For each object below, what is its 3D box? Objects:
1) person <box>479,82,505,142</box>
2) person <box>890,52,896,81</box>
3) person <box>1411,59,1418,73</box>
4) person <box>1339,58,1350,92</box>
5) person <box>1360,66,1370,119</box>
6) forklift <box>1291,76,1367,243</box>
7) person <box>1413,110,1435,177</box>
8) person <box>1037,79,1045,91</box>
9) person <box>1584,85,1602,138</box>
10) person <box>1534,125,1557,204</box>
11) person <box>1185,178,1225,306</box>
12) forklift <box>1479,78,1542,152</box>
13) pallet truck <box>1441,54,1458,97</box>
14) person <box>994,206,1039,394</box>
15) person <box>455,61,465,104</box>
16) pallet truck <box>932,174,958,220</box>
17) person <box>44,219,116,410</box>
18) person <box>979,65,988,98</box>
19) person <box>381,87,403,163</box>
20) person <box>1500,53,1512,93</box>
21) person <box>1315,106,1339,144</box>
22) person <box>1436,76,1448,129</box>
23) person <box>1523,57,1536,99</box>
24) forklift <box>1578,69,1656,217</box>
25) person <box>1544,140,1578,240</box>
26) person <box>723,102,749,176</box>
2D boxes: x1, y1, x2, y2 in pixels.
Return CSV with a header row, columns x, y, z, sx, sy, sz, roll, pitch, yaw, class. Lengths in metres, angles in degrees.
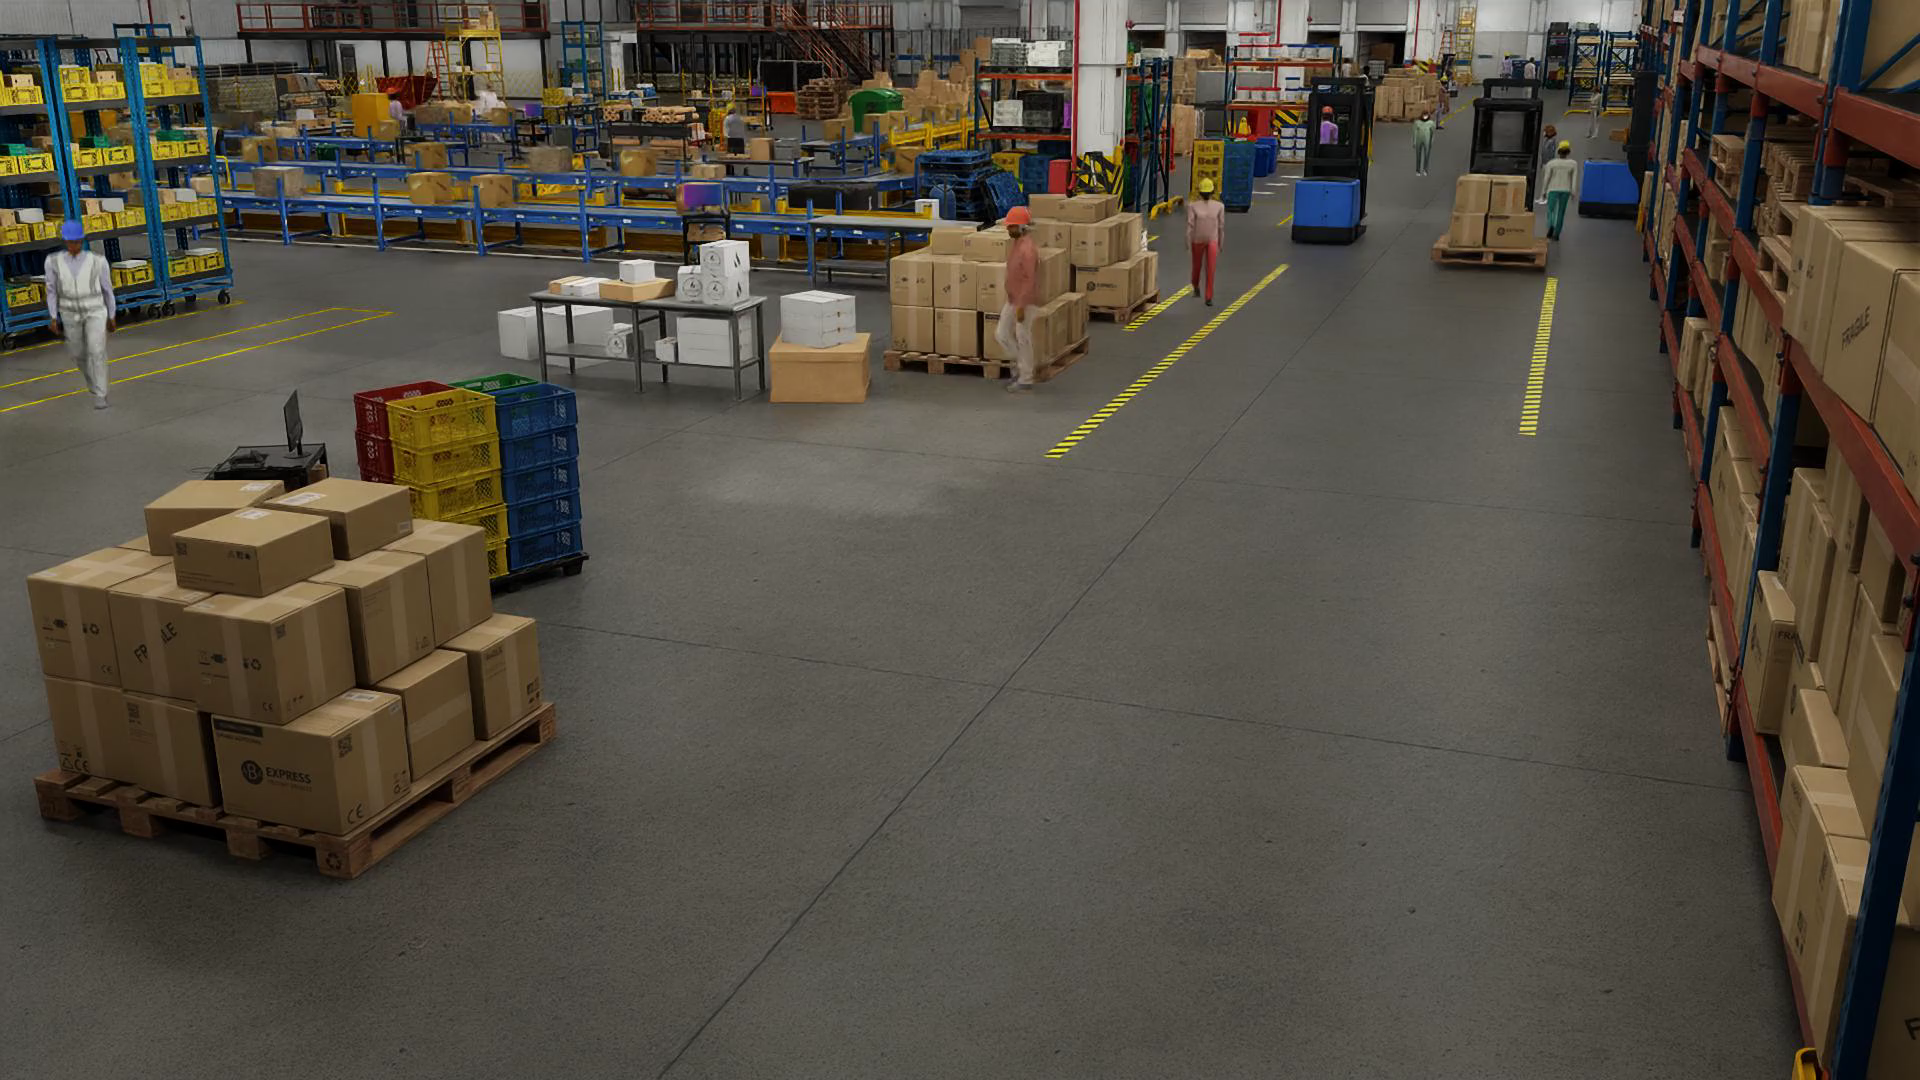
x,y,z,sx,sy,sz,roll,pitch,yaw,class
-14.255,-12.973,50.602,1.045,1.847,0.679,9,20,25,person
-3.693,-25.766,90.960,0.294,1.744,0.487,-10,20,-28,person
20.196,-20.600,74.524,0.665,1.863,0.592,9,20,25,person
18.007,-21.631,77.851,0.547,1.813,0.996,-8,19,-25,person
15.101,-16.711,62.159,0.380,1.958,0.603,-2,18,-5,person
6.598,-6.755,29.381,1.129,2.768,1.873,6,19,19,forklift
11.341,-9.703,40.720,0.500,1.597,0.816,3,18,9,person
3.180,-17.558,65.077,0.486,1.813,1.025,-16,24,-41,person
20.353,-13.736,53.335,0.314,1.637,0.514,-4,18,-13,person
12.339,-7.891,34.972,0.280,1.634,0.498,0,18,1,person
3.390,-4.159,23.091,0.538,1.735,0.779,1,18,3,person
9.320,-6.463,28.462,1.129,2.768,1.873,6,19,19,forklift
22.765,-21.886,78.355,0.823,1.965,1.885,-4,18,-14,pallet truck
0.599,-2.512,17.500,0.472,1.976,0.632,-6,19,-17,person
-21.909,-19.981,72.657,0.712,1.817,0.539,9,20,27,person
-0.507,-5.292,27.348,0.653,1.274,1.630,6,19,19,pallet truck
-8.961,-2.330,17.022,0.617,1.927,0.701,-5,18,-16,person
0.930,-17.571,64.950,0.691,1.904,0.597,16,24,42,person
-14.918,-11.010,44.203,1.043,2.001,0.625,2,18,6,person
27.176,-23.275,82.834,0.594,1.926,0.366,-4,18,-13,person
8.051,-8.598,36.749,0.548,1.918,0.727,7,19,20,person
16.566,-15.022,57.167,0.311,1.769,0.522,8,19,23,person
25.589,-20.702,74.729,0.359,1.938,0.632,-7,19,-22,person
13.219,-7.740,32.475,1.873,2.768,1.129,6,19,18,forklift
10.566,-6.147,29.300,0.529,1.757,0.517,4,18,12,person
-5.488,-9.762,40.586,0.602,1.806,0.839,-15,23,-39,person
